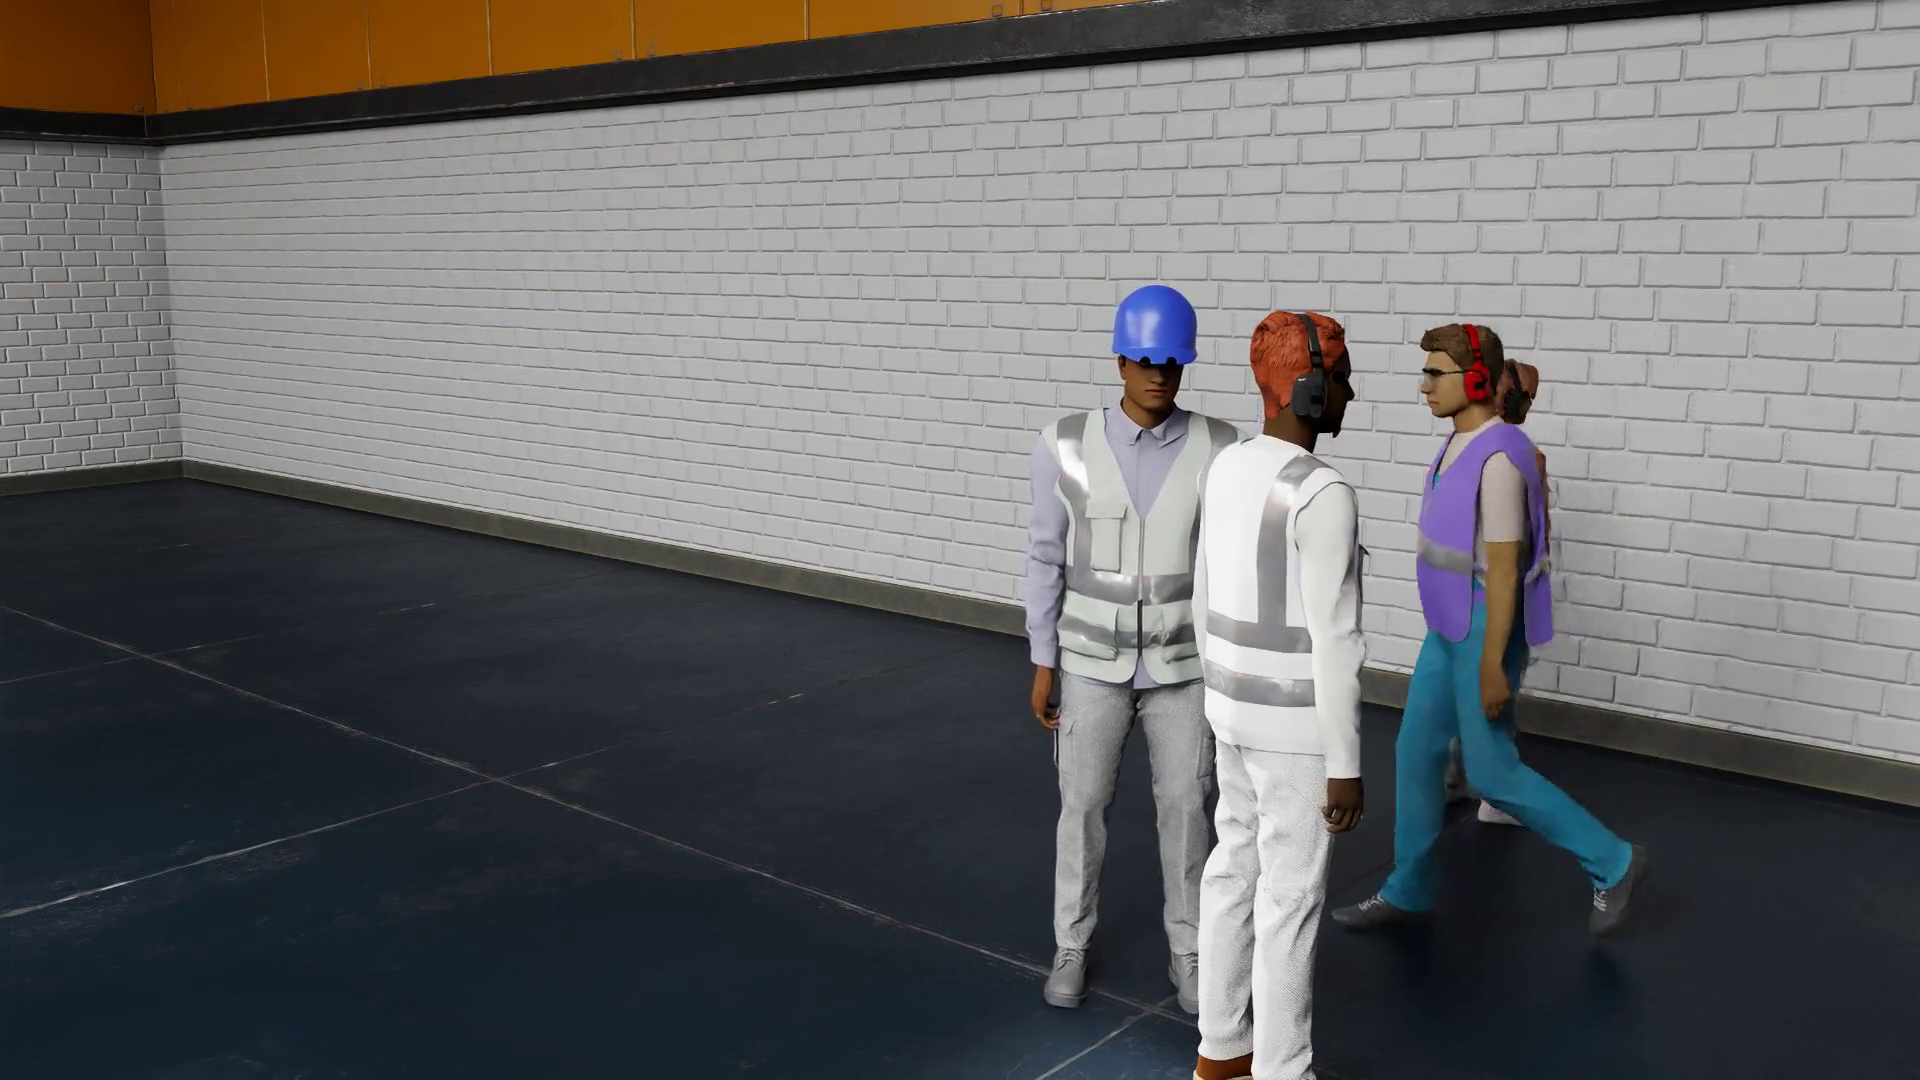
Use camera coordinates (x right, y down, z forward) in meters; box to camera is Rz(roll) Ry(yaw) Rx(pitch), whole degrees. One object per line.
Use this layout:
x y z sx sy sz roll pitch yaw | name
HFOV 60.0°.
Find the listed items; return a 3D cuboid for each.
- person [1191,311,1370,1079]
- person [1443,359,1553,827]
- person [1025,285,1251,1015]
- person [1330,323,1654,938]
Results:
0.736 0.428 3.791 0.346 1.882 0.584 -4 11 -20 | person
1.872 0.186 5.862 0.307 1.641 0.514 -4 11 -22 | person
0.477 0.312 4.339 0.620 1.934 0.438 1 10 6 | person
1.565 0.285 4.809 0.835 1.814 0.600 0 10 3 | person
